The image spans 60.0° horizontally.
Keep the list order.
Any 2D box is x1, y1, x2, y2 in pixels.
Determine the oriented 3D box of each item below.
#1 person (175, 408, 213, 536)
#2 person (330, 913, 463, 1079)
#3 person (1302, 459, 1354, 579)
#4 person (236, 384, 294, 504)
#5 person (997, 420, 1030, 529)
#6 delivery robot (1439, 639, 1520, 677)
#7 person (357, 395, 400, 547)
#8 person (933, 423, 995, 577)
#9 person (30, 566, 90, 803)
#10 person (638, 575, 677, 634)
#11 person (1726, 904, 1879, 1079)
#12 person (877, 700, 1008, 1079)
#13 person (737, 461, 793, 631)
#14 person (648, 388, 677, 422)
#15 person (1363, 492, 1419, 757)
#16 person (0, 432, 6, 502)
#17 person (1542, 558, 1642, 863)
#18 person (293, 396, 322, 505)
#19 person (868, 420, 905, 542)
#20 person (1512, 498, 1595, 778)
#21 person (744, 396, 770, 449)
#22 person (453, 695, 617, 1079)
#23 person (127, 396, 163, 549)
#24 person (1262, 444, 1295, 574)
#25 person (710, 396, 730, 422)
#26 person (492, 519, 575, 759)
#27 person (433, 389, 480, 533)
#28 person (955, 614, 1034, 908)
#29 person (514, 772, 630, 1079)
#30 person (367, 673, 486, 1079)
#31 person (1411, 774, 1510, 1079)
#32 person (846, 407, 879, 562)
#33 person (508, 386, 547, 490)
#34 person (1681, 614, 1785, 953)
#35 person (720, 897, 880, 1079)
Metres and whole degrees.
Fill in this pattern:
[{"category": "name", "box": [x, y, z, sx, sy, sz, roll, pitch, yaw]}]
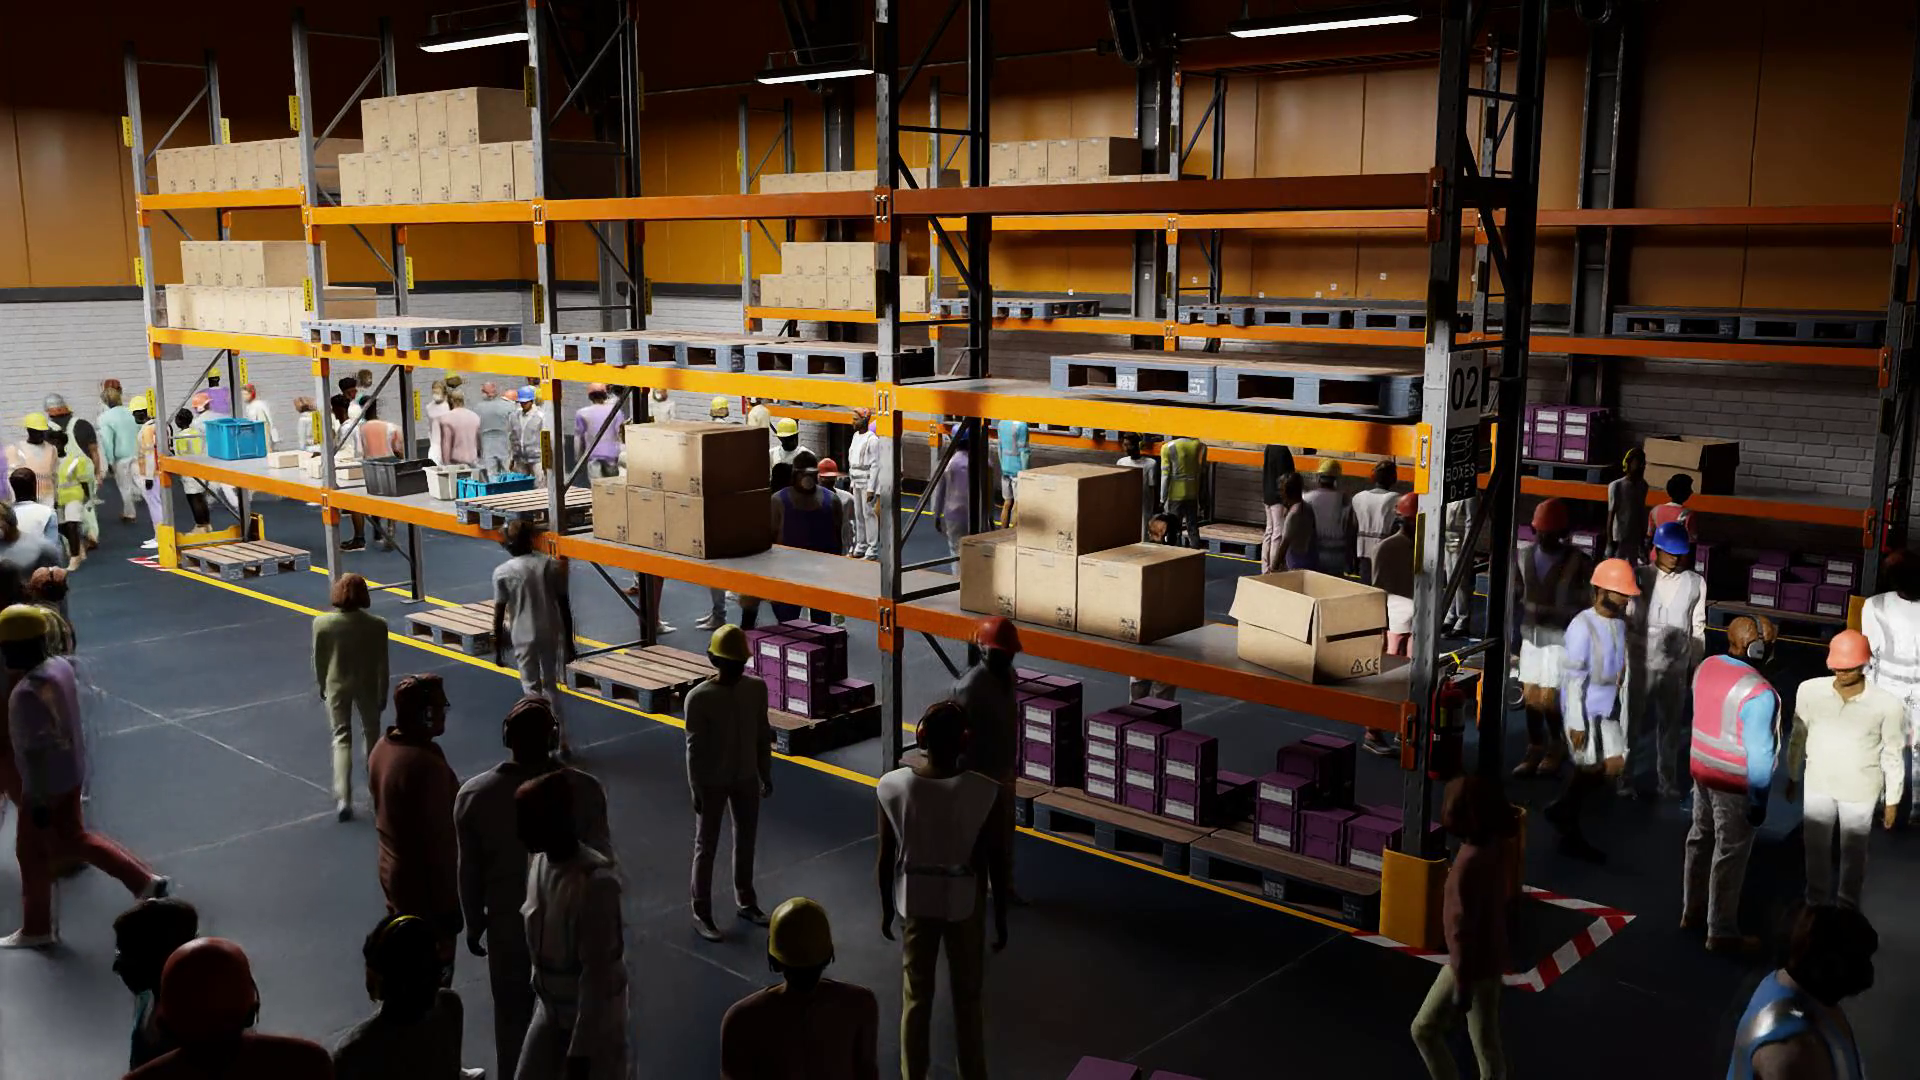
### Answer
[{"category": "person", "box": [-10.003, -0.878, 21.681, 0.359, 1.687, 0.544, 1, 10, 5]}, {"category": "person", "box": [-1.626, 1.990, 4.963, 0.321, 1.863, 0.525, 5, 11, 25]}, {"category": "person", "box": [3.408, 0.129, 15.645, 0.643, 1.803, 0.535, 3, 10, 14]}, {"category": "person", "box": [-10.274, -1.396, 24.329, 0.993, 1.775, 0.672, -7, 12, -33]}, {"category": "person", "box": [0.709, -0.839, 20.459, 0.392, 2.033, 0.605, -6, 11, -29]}, {"category": "delivery robot", "box": [4.227, 1.054, 13.666, 0.707, 0.478, 0.477, -2, 10, -12]}, {"category": "person", "box": [-7.321, -0.861, 20.916, 0.606, 1.920, 0.906, -4, 11, -24]}, {"category": "person", "box": [0.021, -0.282, 17.620, 0.640, 1.916, 0.807, -2, 10, -9]}, {"category": "person", "box": [-6.142, 0.986, 11.279, 0.313, 1.634, 0.514, -6, 12, -32]}, {"category": "person", "box": [-3.007, -0.022, 16.205, 0.396, 1.908, 0.599, -5, 11, -28]}, {"category": "person", "box": [2.563, 1.989, 5.191, 0.992, 1.794, 0.629, 7, 12, 35]}, {"category": "person", "box": [-0.078, 1.605, 7.173, 0.571, 1.840, 0.373, 2, 10, 12]}, {"category": "person", "box": [-1.681, 0.261, 14.555, 0.650, 1.918, 0.452, -4, 11, -20]}, {"category": "person", "box": [-4.766, -1.709, 26.608, 0.516, 1.615, 0.667, 1, 10, 5]}, {"category": "person", "box": [3.308, 0.620, 12.356, 0.619, 1.986, 0.410, -6, 11, -29]}, {"category": "person", "box": [-13.260, -1.179, 22.680, 0.366, 1.927, 0.585, -8, 13, -37]}, {"category": "person", "box": [3.904, 1.035, 10.204, 0.607, 1.912, 0.500, -9, 13, -40]}, {"category": "person", "box": [-9.463, -1.290, 24.175, 0.370, 1.613, 0.561, 0, 10, -1]}, {"category": "person", "box": [-0.919, -0.915, 21.213, 0.387, 1.924, 0.548, 9, 13, 41]}, {"category": "person", "box": [4.097, 0.705, 11.718, 0.458, 2.027, 0.617, -7, 12, -34]}, {"category": "person", "box": [-2.972, -1.376, 24.322, 0.353, 1.742, 0.567, 3, 11, 18]}, {"category": "person", "box": [-1.780, 1.593, 7.065, 0.651, 1.907, 0.409, -1, 10, -8]}, {"category": "person", "box": [-10.181, -0.856, 20.895, 0.392, 1.915, 0.592, -4, 11, -23]}, {"category": "person", "box": [3.522, -0.435, 18.279, 0.386, 1.992, 0.625, -1, 10, -7]}, {"category": "person", "box": [-3.253, -1.086, 22.669, 0.288, 1.746, 0.488, -8, 13, -37]}, {"category": "person", "box": [-3.094, 0.755, 12.080, 0.524, 1.803, 0.540, -7, 12, -34]}, {"category": "person", "box": [-6.615, -1.023, 21.856, 0.854, 1.899, 0.642, 8, 13, 39]}, {"category": "person", "box": [0.123, 1.252, 9.512, 0.572, 1.733, 0.574, 6, 12, 31]}, {"category": "person", "box": [-1.493, 1.778, 6.154, 0.604, 1.852, 0.782, 9, 14, 42]}, {"category": "person", "box": [-2.387, 1.530, 7.464, 0.399, 1.899, 0.635, -7, 12, -36]}, {"category": "person", "box": [2.096, 1.763, 6.921, 0.487, 1.615, 0.524, 6, 12, 32]}, {"category": "person", "box": [-1.157, -0.650, 19.818, 0.355, 1.882, 0.576, -6, 12, -29]}, {"category": "person", "box": [-5.710, -1.075, 22.067, 0.611, 1.940, 0.414, 3, 10, 16]}, {"category": "person", "box": [4.168, 1.299, 8.955, 0.431, 1.836, 0.619, -1, 10, -7]}, {"category": "person", "box": [-0.494, 1.976, 5.294, 0.533, 1.768, 0.310, -4, 11, -21]}]
